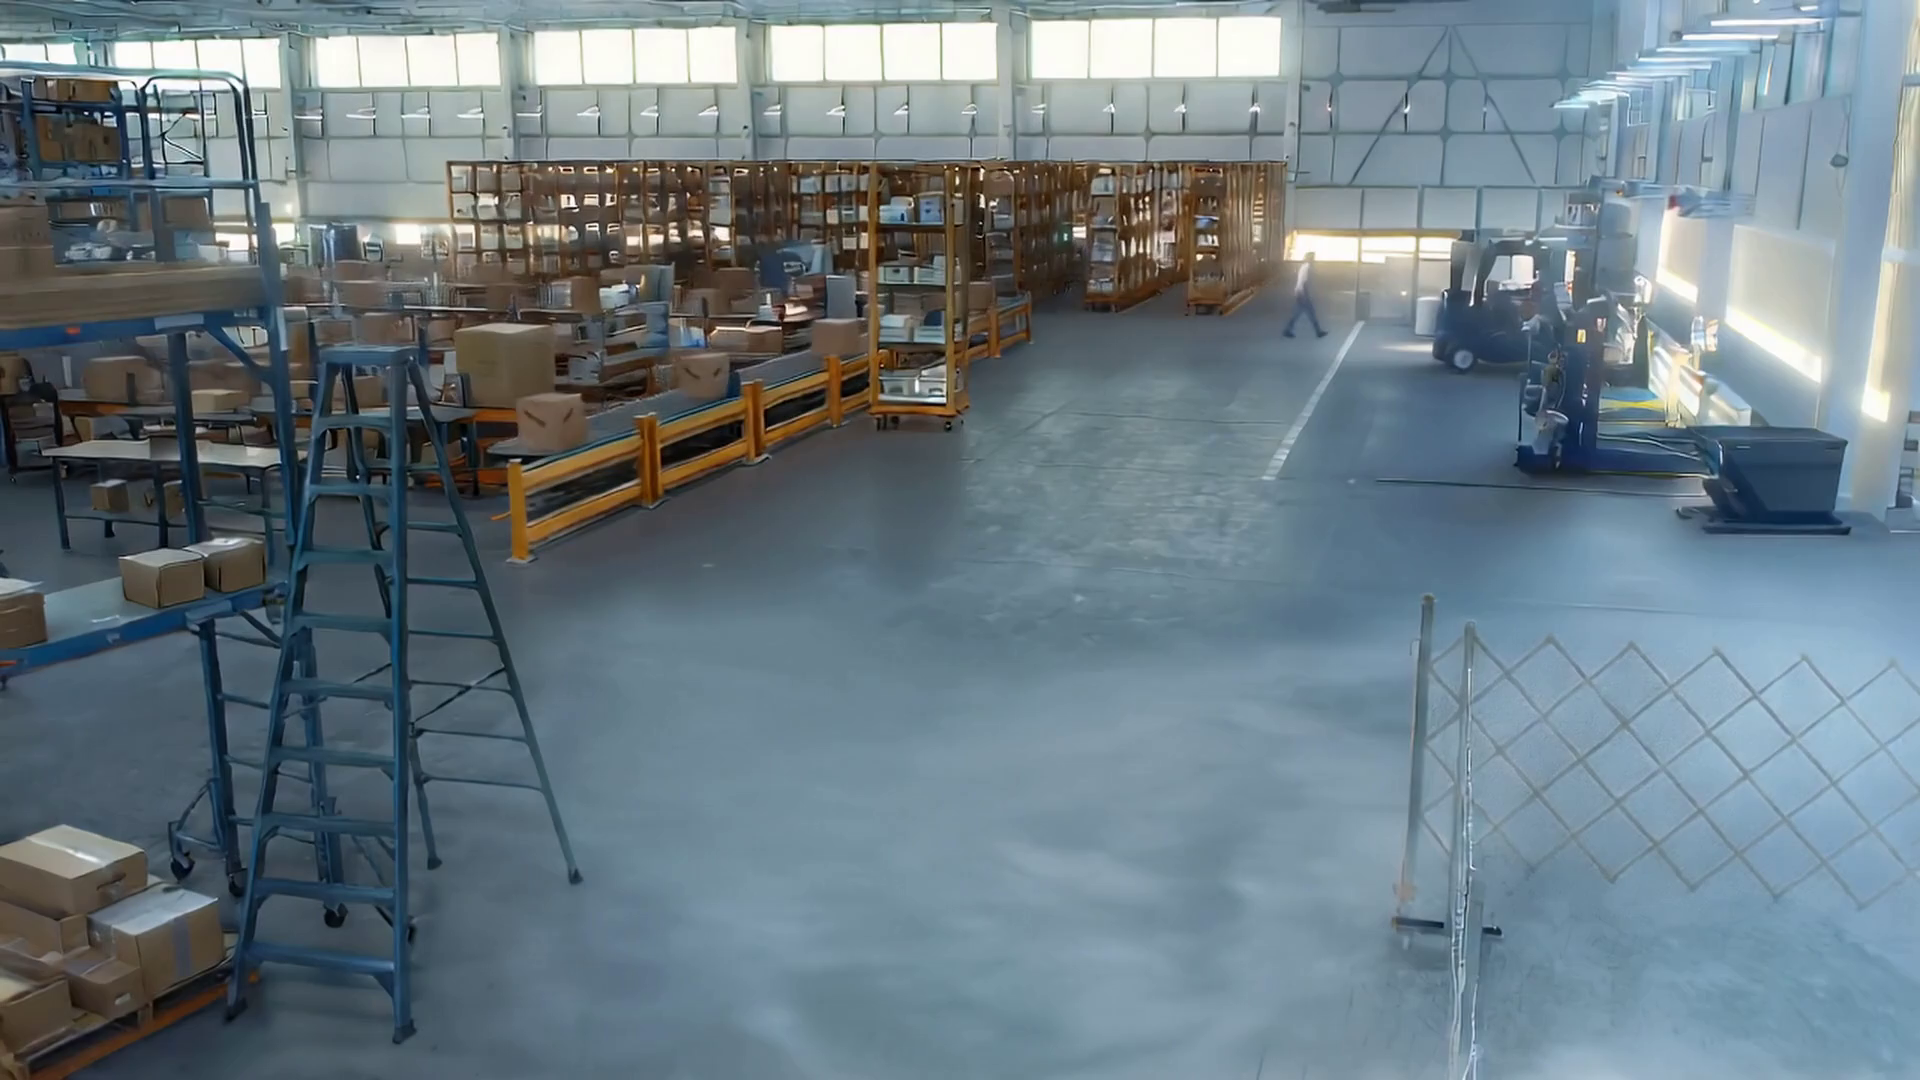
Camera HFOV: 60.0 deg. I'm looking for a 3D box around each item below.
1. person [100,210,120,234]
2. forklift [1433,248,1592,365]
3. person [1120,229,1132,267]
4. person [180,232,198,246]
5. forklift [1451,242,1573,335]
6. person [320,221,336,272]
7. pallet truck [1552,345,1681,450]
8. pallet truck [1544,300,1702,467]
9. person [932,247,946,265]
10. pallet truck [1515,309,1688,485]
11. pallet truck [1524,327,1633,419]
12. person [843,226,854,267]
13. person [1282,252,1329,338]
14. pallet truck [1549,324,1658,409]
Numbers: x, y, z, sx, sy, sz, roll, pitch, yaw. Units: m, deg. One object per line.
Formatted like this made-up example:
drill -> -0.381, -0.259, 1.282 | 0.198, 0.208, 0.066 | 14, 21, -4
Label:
person -> -28.848, -10.231, 56.502 | 0.605, 1.948, 0.387 | -6, 14, -23
forklift -> 9.780, -4.111, 29.280 | 2.680, 1.987, 1.157 | 3, 13, 14
person -> 4.621, -7.967, 46.672 | 0.770, 1.971, 0.625 | 8, 15, 30
person -> -20.784, -7.494, 45.005 | 0.822, 1.808, 0.587 | 4, 14, 16
forklift -> 10.464, -4.597, 31.405 | 2.680, 1.987, 1.157 | 4, 14, 16
person -> -20.688, -9.609, 54.482 | 0.511, 1.643, 0.308 | 3, 13, 14
pallet truck -> 8.641, -1.896, 21.908 | 1.630, 1.274, 0.653 | 4, 14, 16
pallet truck -> 8.263, -1.952, 20.631 | 1.885, 1.965, 0.823 | 5, 14, 20
person -> -0.477, -5.670, 37.228 | 0.402, 1.751, 0.543 | 7, 15, 28
pallet truck -> 7.554, -1.677, 19.446 | 1.885, 1.965, 0.823 | 3, 13, 14
pallet truck -> 9.065, -2.460, 24.370 | 1.522, 1.261, 0.704 | 3, 13, 14
person -> -3.360, -8.703, 49.734 | 0.426, 2.042, 0.631 | 3, 13, 12
person -> 7.234, -5.113, 34.766 | 0.977, 1.775, 0.639 | 3, 13, 11
pallet truck -> 9.824, -2.669, 25.407 | 1.601, 1.201, 0.680 | 4, 14, 16
